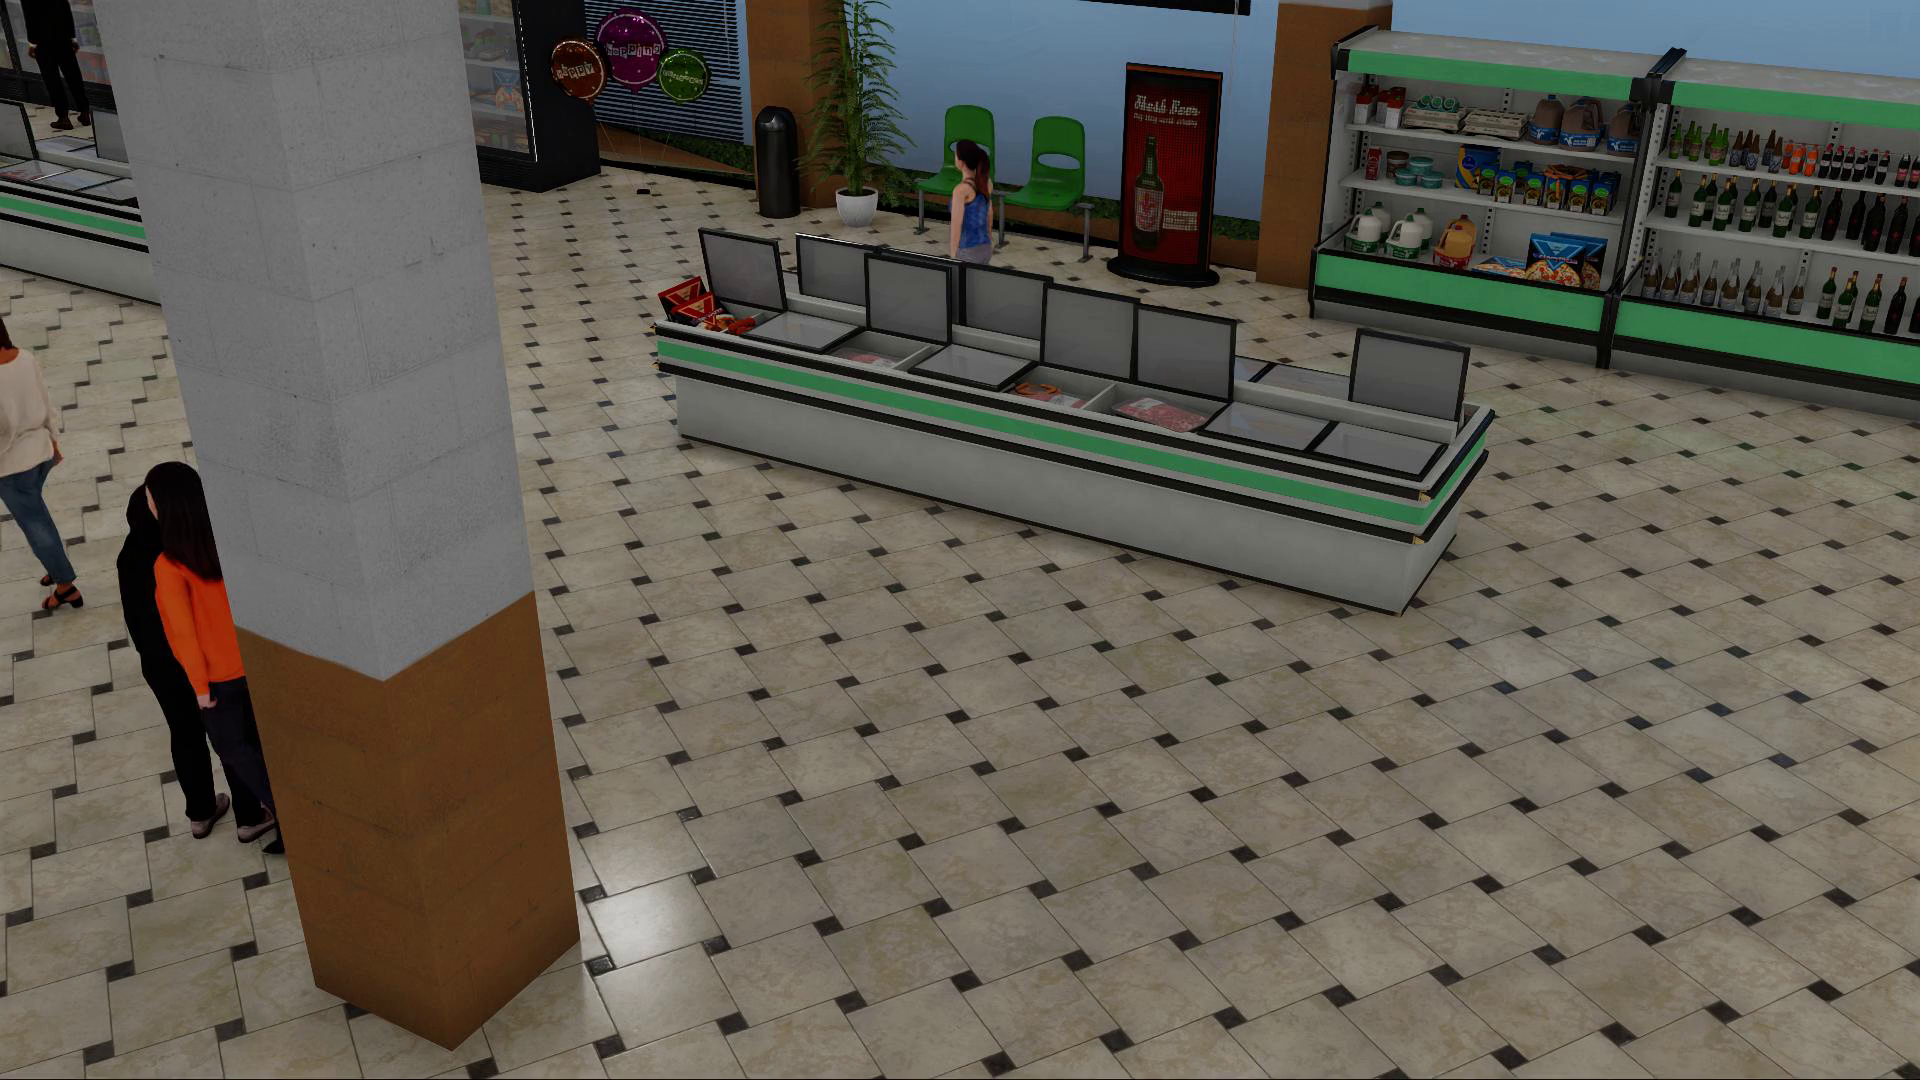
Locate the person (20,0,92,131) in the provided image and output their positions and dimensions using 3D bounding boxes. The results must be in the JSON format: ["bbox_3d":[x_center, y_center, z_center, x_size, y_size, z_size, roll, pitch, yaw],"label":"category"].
[{"bbox_3d":[-10.014,-5.519,18.341,0.658,1.902,0.730,20,33,34],"label":"person"}]

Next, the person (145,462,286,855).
[{"bbox_3d":[-2.894,0.504,6.661,0.792,1.724,0.741,4,27,7],"label":"person"}]

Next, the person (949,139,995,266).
[{"bbox_3d":[0.132,-2.013,11.761,0.687,1.600,0.621,20,33,34],"label":"person"}]

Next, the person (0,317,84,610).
[{"bbox_3d":[-4.735,-0.395,8.492,0.701,1.672,0.695,6,28,12],"label":"person"}]

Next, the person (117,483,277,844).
[{"bbox_3d":[-3.121,0.506,6.776,0.667,1.616,0.796,5,27,11],"label":"person"}]
